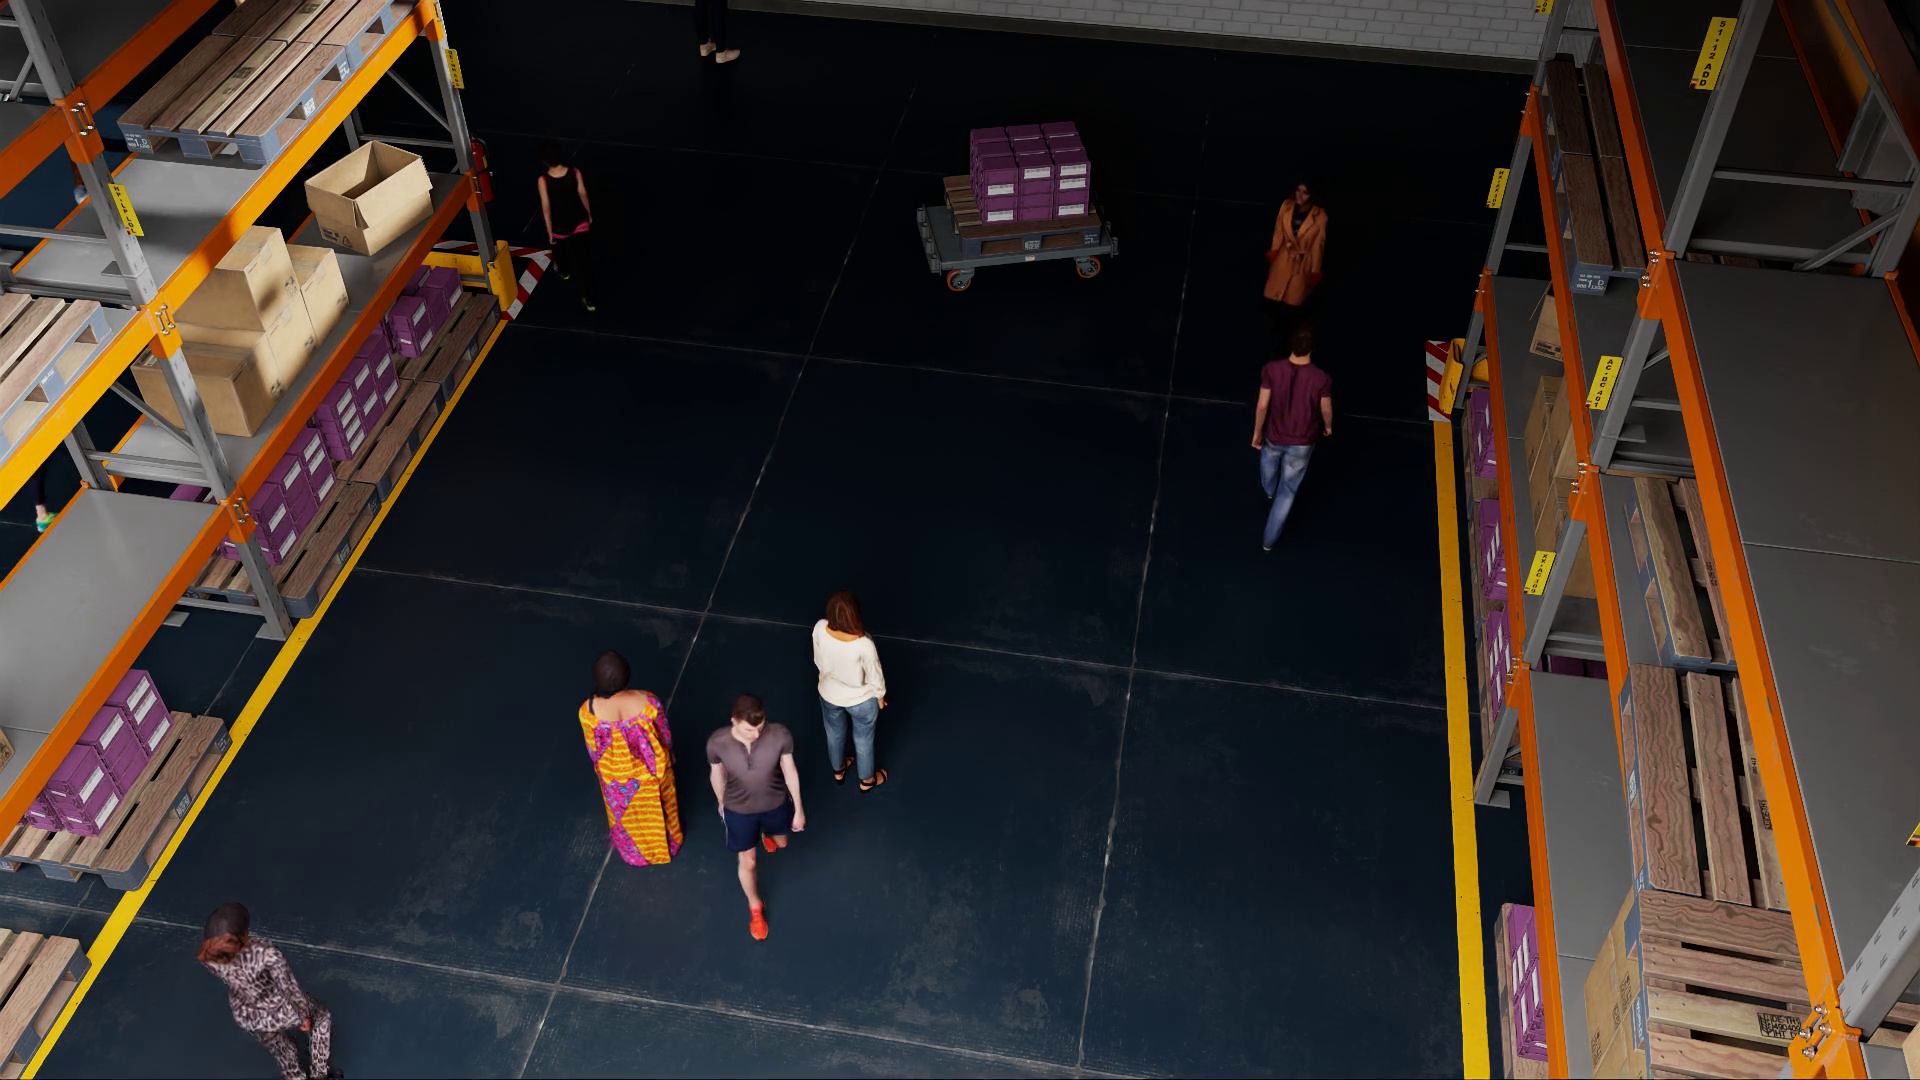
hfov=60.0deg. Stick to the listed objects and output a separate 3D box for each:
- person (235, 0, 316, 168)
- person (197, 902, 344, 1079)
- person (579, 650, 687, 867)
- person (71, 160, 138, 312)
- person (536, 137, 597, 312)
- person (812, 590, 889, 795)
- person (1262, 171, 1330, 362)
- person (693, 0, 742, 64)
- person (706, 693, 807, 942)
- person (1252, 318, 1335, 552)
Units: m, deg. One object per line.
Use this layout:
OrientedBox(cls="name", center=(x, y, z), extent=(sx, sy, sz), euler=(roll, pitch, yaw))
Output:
OrientedBox(cls="person", center=(-6.429, -4.299, 15.368), extent=(0.629, 1.840, 0.572), euler=(15, 46, 15))
OrientedBox(cls="person", center=(-3.508, 2.444, 8.388), extent=(0.613, 1.705, 0.650), euler=(1, 44, 1))
OrientedBox(cls="person", center=(-1.916, 1.241, 9.667), extent=(0.741, 1.682, 0.765), euler=(-7, 44, -8))
OrientedBox(cls="person", center=(-7.077, -2.598, 13.849), extent=(0.639, 1.474, 0.456), euler=(12, 45, 13))
OrientedBox(cls="person", center=(-3.228, -2.578, 13.802), extent=(0.932, 1.509, 1.063), euler=(-19, 47, -19))
OrientedBox(cls="person", center=(-0.668, 0.917, 10.007), extent=(0.673, 1.682, 0.639), euler=(20, 47, 20))
OrientedBox(cls="person", center=(2.708, -2.187, 13.245), extent=(0.799, 1.711, 0.805), euler=(25, 49, 24))
OrientedBox(cls="person", center=(-2.580, -5.770, 16.936), extent=(0.781, 1.807, 0.747), euler=(-35, 53, -31))
OrientedBox(cls="person", center=(-1.136, 1.409, 9.381), extent=(0.914, 1.833, 1.133), euler=(-6, 44, -6))
OrientedBox(cls="person", center=(2.283, -0.689, 11.595), extent=(0.855, 1.819, 1.118), euler=(18, 47, 18))
